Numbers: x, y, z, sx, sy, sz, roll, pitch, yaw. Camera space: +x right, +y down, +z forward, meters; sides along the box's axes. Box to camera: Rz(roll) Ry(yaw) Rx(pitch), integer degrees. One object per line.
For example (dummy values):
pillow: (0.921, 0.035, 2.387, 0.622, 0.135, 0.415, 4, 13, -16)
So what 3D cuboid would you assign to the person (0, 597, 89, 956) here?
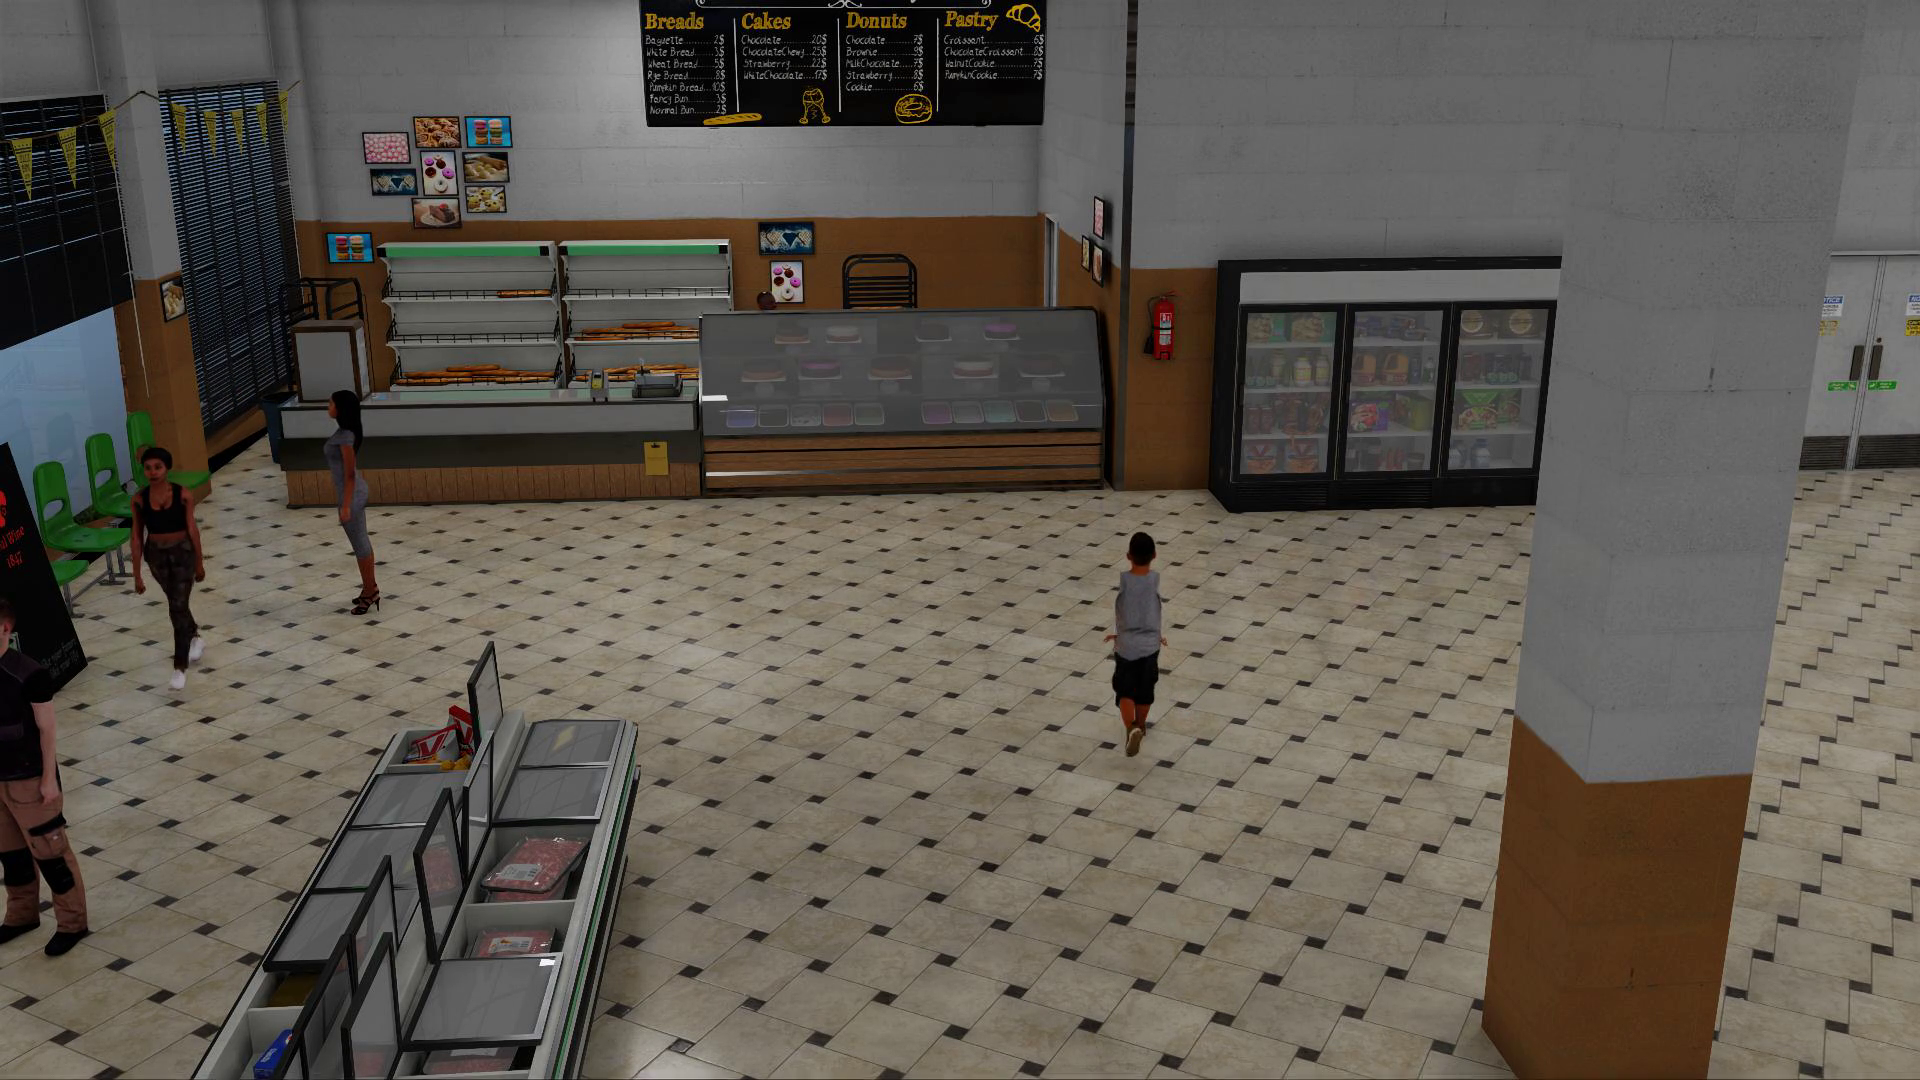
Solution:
person: (-4.631, 1.138, 8.185, 0.759, 1.841, 0.723, 5, 18, 15)

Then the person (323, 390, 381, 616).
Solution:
person: (-4.747, -0.302, 13.031, 0.669, 1.781, 0.492, -4, 17, -12)

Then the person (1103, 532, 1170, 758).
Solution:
person: (1.135, 0.626, 10.561, 0.641, 1.440, 0.958, 1, 17, 2)

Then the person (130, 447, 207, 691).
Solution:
person: (-5.540, 0.170, 11.719, 0.689, 1.639, 1.214, -4, 17, -12)
